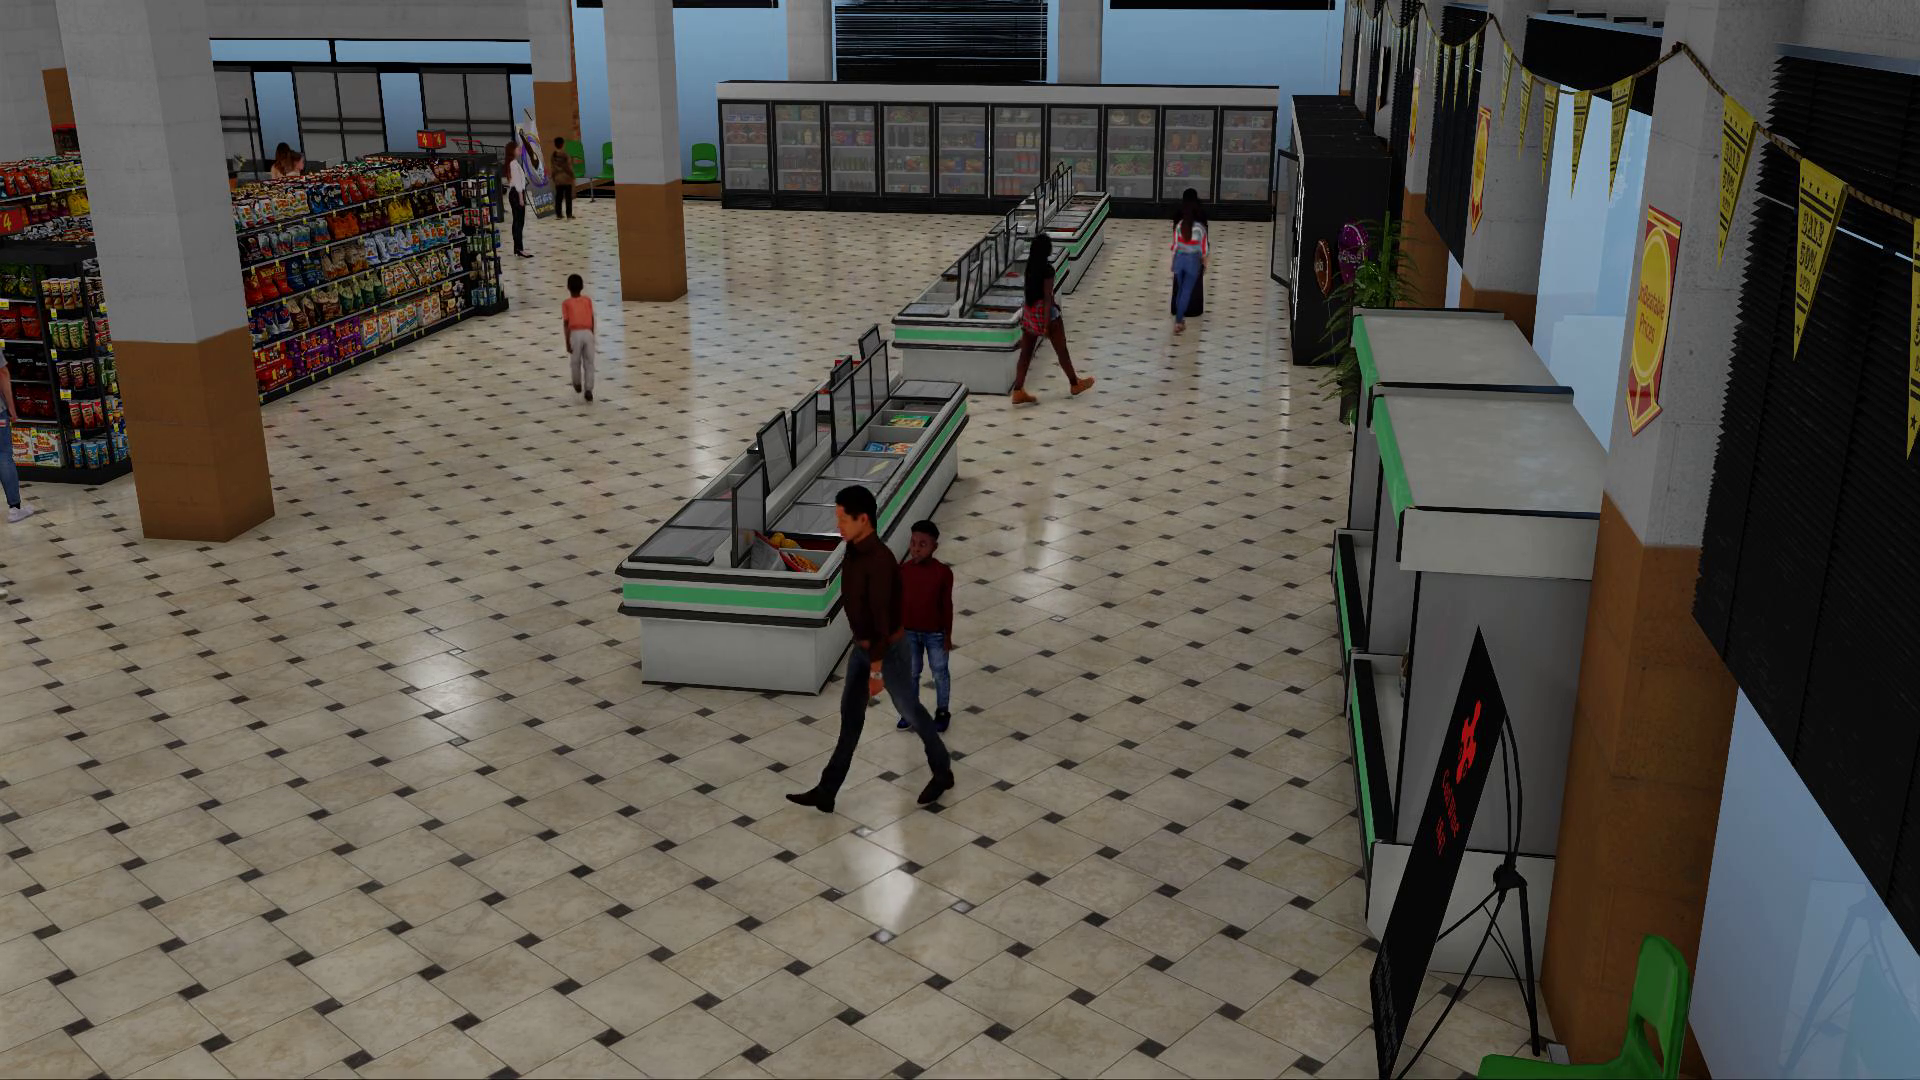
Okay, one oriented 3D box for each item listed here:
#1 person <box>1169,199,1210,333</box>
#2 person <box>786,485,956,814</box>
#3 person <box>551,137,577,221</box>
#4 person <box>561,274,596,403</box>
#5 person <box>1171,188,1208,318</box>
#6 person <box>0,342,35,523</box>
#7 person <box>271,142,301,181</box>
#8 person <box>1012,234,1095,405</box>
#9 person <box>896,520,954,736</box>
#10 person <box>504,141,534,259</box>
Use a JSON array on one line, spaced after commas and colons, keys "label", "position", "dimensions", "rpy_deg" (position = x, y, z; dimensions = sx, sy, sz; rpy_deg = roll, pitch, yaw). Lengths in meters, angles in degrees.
[{"label": "person", "position": [2.724, -3.312, 20.174], "dimensions": [0.734, 1.592, 0.791], "rpy_deg": [12, 22, 31]}, {"label": "person", "position": [-0.325, 0.577, 8.437], "dimensions": [1.216, 1.721, 1.215], "rpy_deg": [-11, 21, -28]}, {"label": "person", "position": [-7.088, -6.446, 29.684], "dimensions": [0.607, 1.454, 0.642], "rpy_deg": [6, 19, 17]}, {"label": "person", "position": [-3.819, -2.018, 16.827], "dimensions": [0.743, 1.278, 0.950], "rpy_deg": [-6, 20, -17]}, {"label": "person", "position": [2.917, -3.674, 21.212], "dimensions": [0.587, 1.614, 0.577], "rpy_deg": [4, 19, 11]}, {"label": "person", "position": [-7.713, -1.063, 13.043], "dimensions": [0.748, 1.887, 0.707], "rpy_deg": [-4, 19, -13]}, {"label": "person", "position": [-10.155, -5.112, 25.198], "dimensions": [0.669, 1.792, 0.679], "rpy_deg": [-7, 20, -19]}, {"label": "person", "position": [0.721, -2.160, 16.621], "dimensions": [1.161, 1.680, 1.124], "rpy_deg": [-11, 21, -29]}, {"label": "person", "position": [-0.194, 0.485, 9.442], "dimensions": [0.507, 1.254, 0.501], "rpy_deg": [5, 19, 15]}, {"label": "person", "position": [-6.837, -5.254, 25.671], "dimensions": [0.719, 1.760, 0.631], "rpy_deg": [-10, 21, -27]}]
